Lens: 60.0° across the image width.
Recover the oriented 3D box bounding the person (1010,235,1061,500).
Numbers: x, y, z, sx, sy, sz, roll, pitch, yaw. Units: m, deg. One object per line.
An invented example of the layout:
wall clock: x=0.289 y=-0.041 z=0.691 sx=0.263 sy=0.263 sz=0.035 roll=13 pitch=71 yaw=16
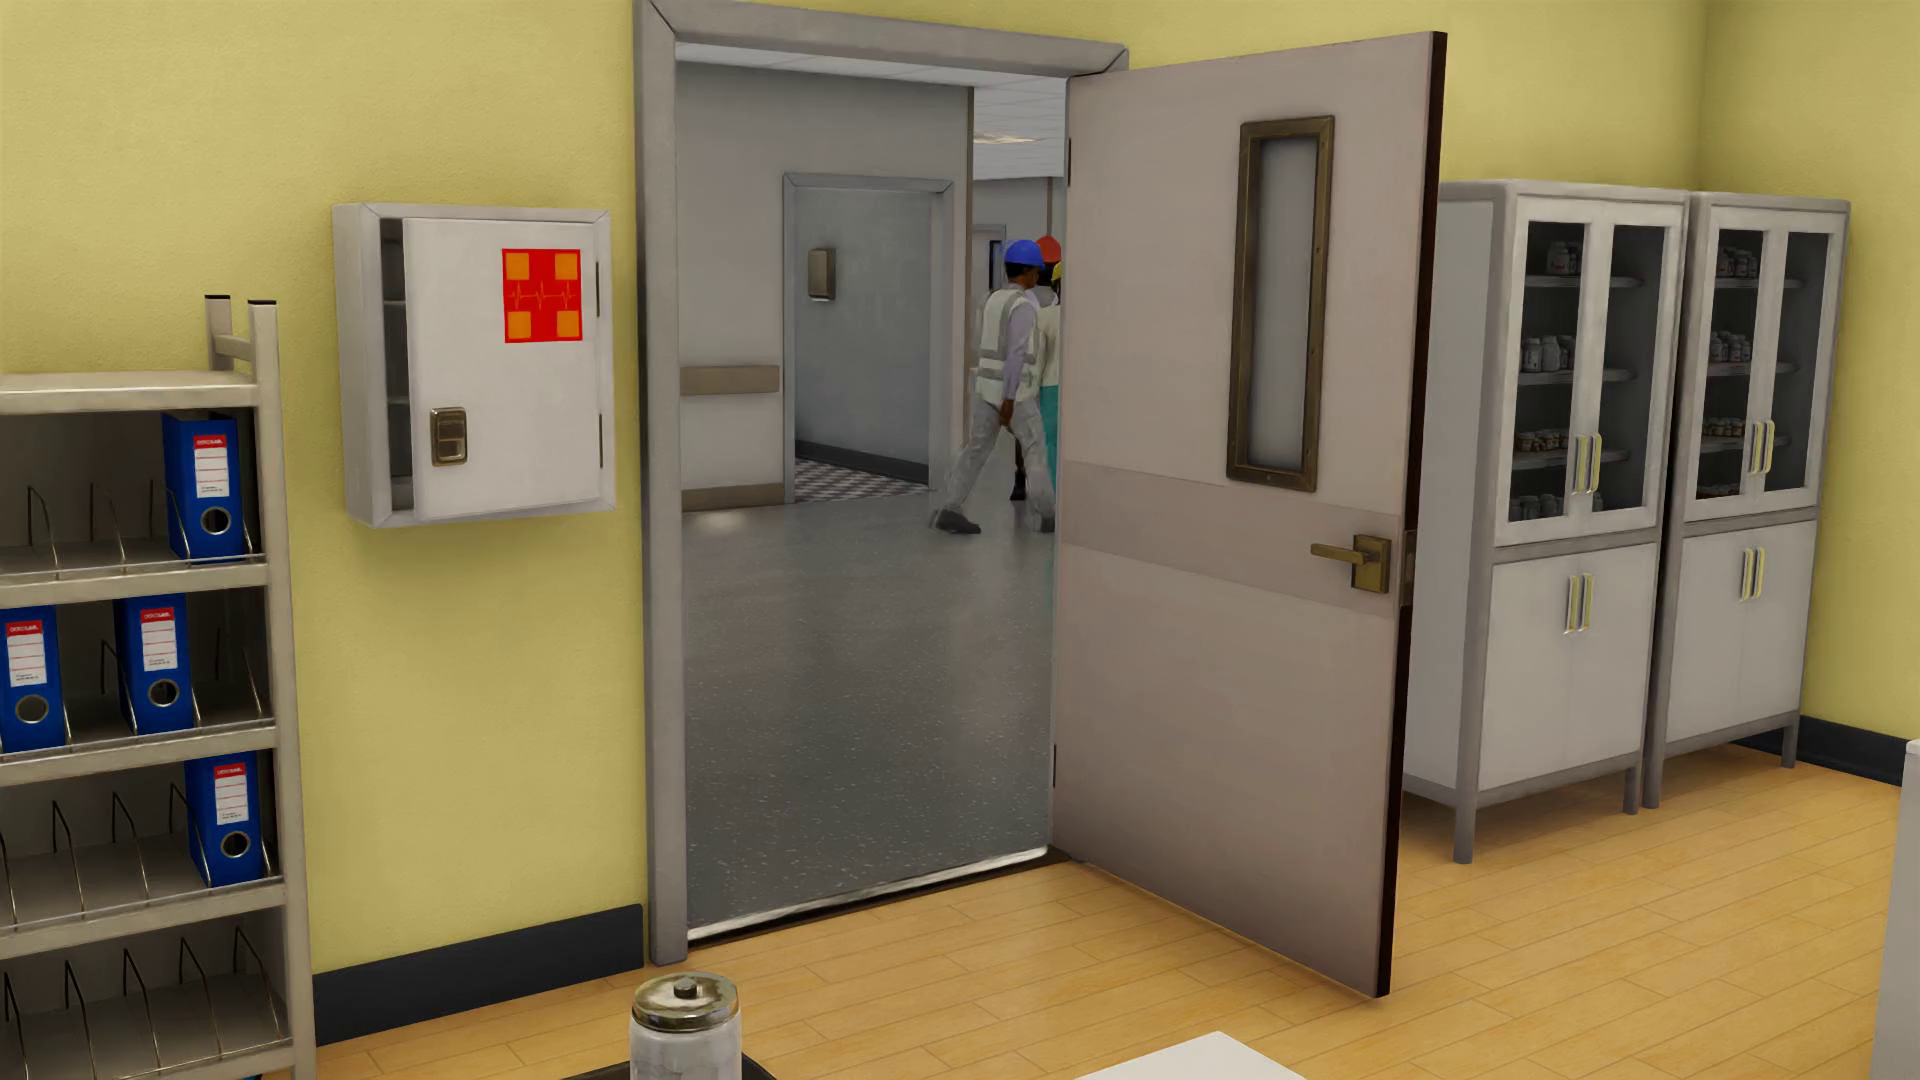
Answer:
person: x=0.605 y=-1.247 z=12.175 sx=0.544 sy=1.938 sz=0.356 roll=1 pitch=10 yaw=-1

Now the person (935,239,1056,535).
person: x=0.299 y=-0.960 z=10.604 sx=0.992 sy=1.896 sz=0.597 roll=-4 pitch=11 yaw=-25

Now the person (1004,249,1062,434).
person: x=0.827 y=-2.002 z=16.863 sx=0.983 sy=1.912 sz=0.633 roll=-1 pitch=10 yaw=-12
